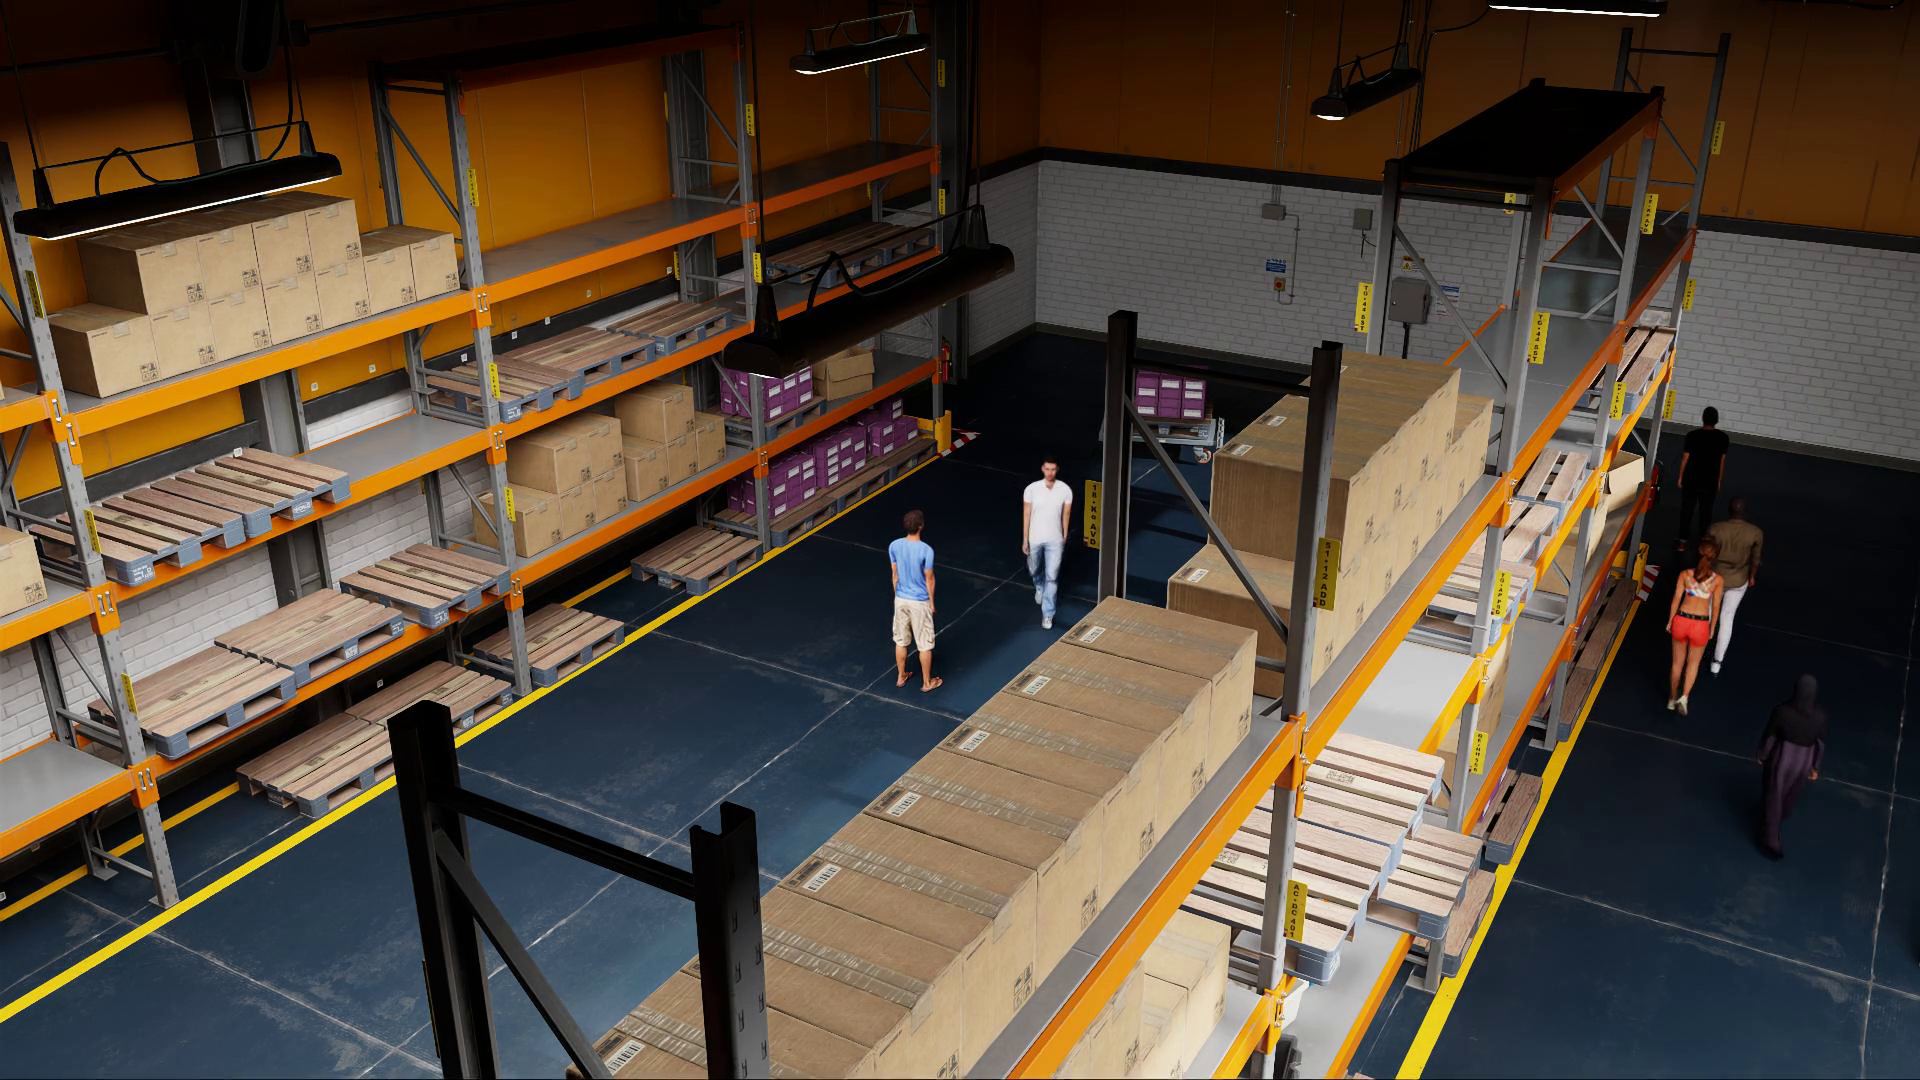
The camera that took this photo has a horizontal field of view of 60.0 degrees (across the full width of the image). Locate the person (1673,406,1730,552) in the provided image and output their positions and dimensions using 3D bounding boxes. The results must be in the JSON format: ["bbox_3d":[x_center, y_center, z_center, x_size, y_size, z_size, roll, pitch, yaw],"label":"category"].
[{"bbox_3d":[8.596,-0.700,19.306,0.668,1.756,0.622,8,25,17],"label":"person"}]

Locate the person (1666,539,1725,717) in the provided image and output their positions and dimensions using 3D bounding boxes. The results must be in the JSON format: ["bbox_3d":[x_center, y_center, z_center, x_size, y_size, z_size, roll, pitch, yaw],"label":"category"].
[{"bbox_3d":[6.892,0.868,15.696,0.616,1.775,0.848,10,26,22],"label":"person"}]

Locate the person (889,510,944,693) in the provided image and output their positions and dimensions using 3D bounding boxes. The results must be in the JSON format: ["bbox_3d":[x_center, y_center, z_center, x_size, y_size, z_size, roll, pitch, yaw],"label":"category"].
[{"bbox_3d":[-0.456,0.586,16.232,0.663,1.862,0.574,11,26,24],"label":"person"}]

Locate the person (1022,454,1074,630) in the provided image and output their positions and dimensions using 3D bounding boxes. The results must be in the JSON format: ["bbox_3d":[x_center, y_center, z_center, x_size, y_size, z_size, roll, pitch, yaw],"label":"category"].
[{"bbox_3d":[0.906,-0.051,17.721,0.915,1.836,1.236,5,24,11],"label":"person"}]

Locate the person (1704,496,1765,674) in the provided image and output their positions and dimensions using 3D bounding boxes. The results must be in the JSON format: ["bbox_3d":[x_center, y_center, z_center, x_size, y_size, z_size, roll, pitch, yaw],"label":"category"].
[{"bbox_3d":[7.655,0.478,16.590,0.819,1.773,1.204,10,25,21],"label":"person"}]

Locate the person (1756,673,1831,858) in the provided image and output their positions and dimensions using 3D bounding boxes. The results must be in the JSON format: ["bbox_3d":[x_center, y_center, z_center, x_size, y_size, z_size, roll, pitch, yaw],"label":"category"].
[{"bbox_3d":[6.814,1.853,13.655,0.816,1.606,1.122,6,24,13],"label":"person"}]
